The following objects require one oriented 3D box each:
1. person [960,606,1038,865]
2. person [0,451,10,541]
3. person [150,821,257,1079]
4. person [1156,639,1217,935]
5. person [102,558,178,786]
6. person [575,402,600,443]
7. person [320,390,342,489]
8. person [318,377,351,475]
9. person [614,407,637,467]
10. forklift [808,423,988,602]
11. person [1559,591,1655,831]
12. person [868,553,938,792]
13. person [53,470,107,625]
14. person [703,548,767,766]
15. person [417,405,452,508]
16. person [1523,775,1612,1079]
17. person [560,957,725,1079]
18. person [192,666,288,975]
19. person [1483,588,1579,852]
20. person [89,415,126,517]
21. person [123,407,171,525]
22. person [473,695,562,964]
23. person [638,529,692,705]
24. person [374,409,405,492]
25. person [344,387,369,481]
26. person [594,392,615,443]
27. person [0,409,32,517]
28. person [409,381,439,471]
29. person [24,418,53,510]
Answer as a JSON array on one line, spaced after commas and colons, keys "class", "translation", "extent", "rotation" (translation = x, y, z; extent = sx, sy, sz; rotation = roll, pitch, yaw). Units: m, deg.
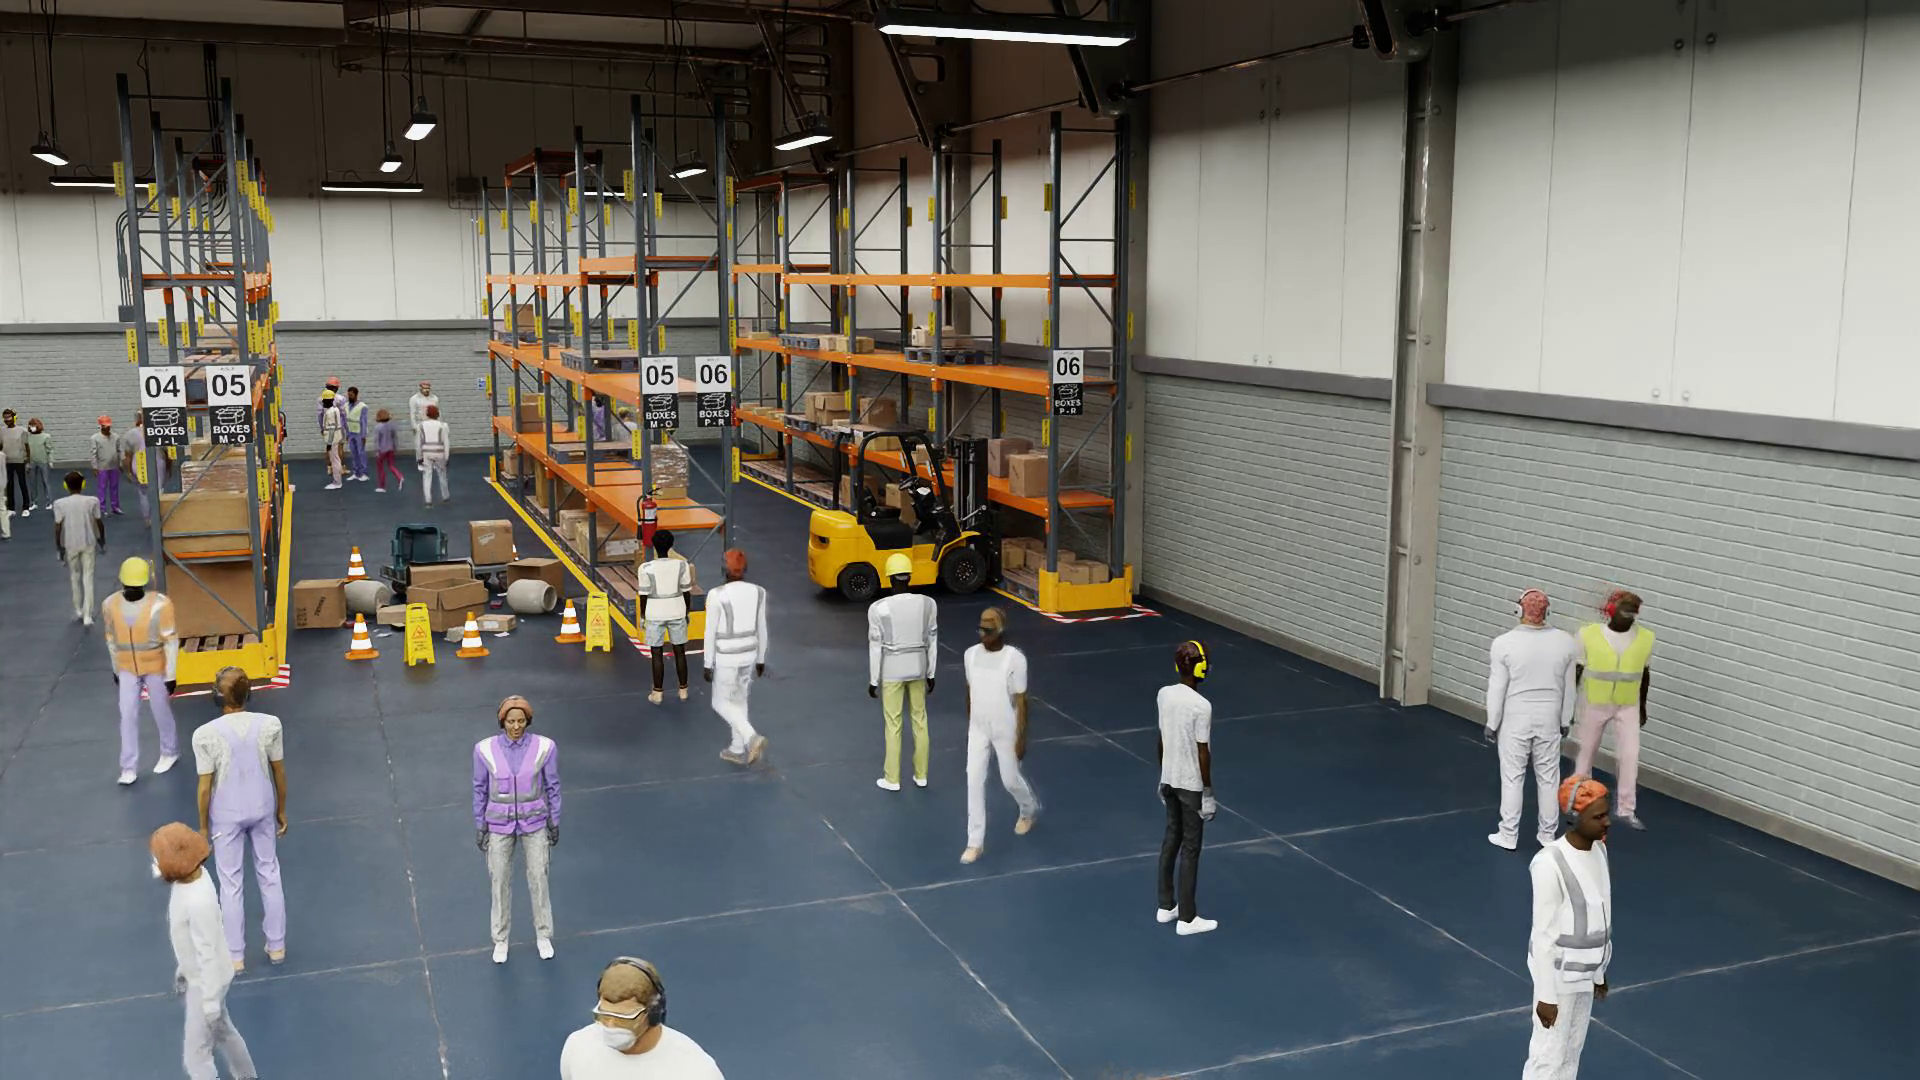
[{"class": "person", "translation": [0.287, 1.345, 11.912], "extent": [0.515, 1.821, 0.850], "rotation": [5, 10, 29]}, {"class": "person", "translation": [-15.043, -0.823, 25.771], "extent": [0.369, 1.740, 0.565], "rotation": [4, 10, 25]}, {"class": "person", "translation": [-3.576, 2.100, 7.872], "extent": [0.468, 1.594, 0.683], "rotation": [-5, 10, -29]}, {"class": "person", "translation": [1.434, 1.548, 10.484], "extent": [0.335, 1.860, 0.508], "rotation": [-5, 10, -29]}, {"class": "person", "translation": [-6.666, 1.053, 13.545], "extent": [0.609, 1.873, 0.930], "rotation": [-1, 9, -4]}, {"class": "person", "translation": [-7.012, -1.712, 31.154], "extent": [0.722, 1.810, 0.609], "rotation": [3, 10, 19]}, {"class": "person", "translation": [-12.189, -1.947, 32.257], "extent": [0.363, 1.928, 0.587], "rotation": [-2, 9, -14]}, {"class": "person", "translation": [-12.953, -2.354, 34.454], "extent": [0.616, 2.041, 0.382], "rotation": [1, 9, 3]}, {"class": "person", "translation": [-6.074, -1.580, 30.606], "extent": [0.666, 1.723, 0.329], "rotation": [6, 11, 32]}, {"class": "forklift", "translation": [-0.830, -0.399, 21.676], "extent": [2.313, 2.155, 1.214], "rotation": [-4, 10, -21]}, {"class": "person", "translation": [4.894, 1.246, 12.621], "extent": [0.635, 1.799, 0.685], "rotation": [2, 9, 10]}, {"class": "person", "translation": [-0.466, 1.062, 13.335], "extent": [0.586, 1.923, 0.371], "rotation": [-4, 10, -23]}, {"class": "person", "translation": [-10.472, 0.086, 19.807], "extent": [0.501, 1.825, 0.966], "rotation": [-4, 10, -22]}, {"class": "person", "translation": [-1.841, 0.999, 13.900], "extent": [0.633, 1.868, 0.597], "rotation": [9, 13, 44]}, {"class": "person", "translation": [-9.416, -1.493, 29.744], "extent": [0.596, 1.828, 1.016], "rotation": [0, 9, -3]}, {"class": "person", "translation": [2.780, 1.996, 7.580], "extent": [0.354, 1.883, 0.573], "rotation": [9, 12, 43]}, {"class": "person", "translation": [-1.057, 2.294, 5.561], "extent": [0.631, 1.932, 0.363], "rotation": [4, 10, 26]}, {"class": "person", "translation": [-4.259, 1.650, 9.874], "extent": [0.514, 1.844, 0.336], "rotation": [-8, 12, -40]}, {"class": "person", "translation": [4.081, 1.288, 11.956], "extent": [0.636, 1.911, 0.405], "rotation": [0, 9, -3]}, {"class": "person", "translation": [-14.639, -1.277, 28.583], "extent": [0.331, 1.750, 0.572], "rotation": [5, 10, 27]}, {"class": "person", "translation": [-13.289, -1.202, 27.212], "extent": [0.689, 2.000, 0.988], "rotation": [-4, 10, -22]}, {"class": "person", "translation": [-2.663, 1.733, 10.032], "extent": [0.514, 1.634, 0.313], "rotation": [-2, 9, -14]}, {"class": "person", "translation": [-2.851, 0.739, 16.071], "extent": [0.540, 1.695, 0.317], "rotation": [-5, 10, -27]}, {"class": "person", "translation": [-10.894, -1.692, 31.638], "extent": [0.653, 1.610, 0.508], "rotation": [6, 11, 31]}, {"class": "person", "translation": [-12.167, -2.145, 33.563], "extent": [0.587, 1.913, 0.395], "rotation": [5, 11, 31]}, {"class": "person", "translation": [-7.212, -2.084, 33.539], "extent": [0.669, 1.803, 0.510], "rotation": [5, 11, 31]}, {"class": "person", "translation": [-16.191, -1.316, 28.472], "extent": [0.535, 1.868, 0.309], "rotation": [-1, 9, -9]}, {"class": "person", "translation": [-11.334, -2.422, 35.327], "extent": [0.640, 1.904, 0.409], "rotation": [-9, 12, -43]}, {"class": "person", "translation": [-16.279, -1.341, 29.365], "extent": [0.498, 1.634, 0.280], "rotation": [-2, 9, -13]}]
